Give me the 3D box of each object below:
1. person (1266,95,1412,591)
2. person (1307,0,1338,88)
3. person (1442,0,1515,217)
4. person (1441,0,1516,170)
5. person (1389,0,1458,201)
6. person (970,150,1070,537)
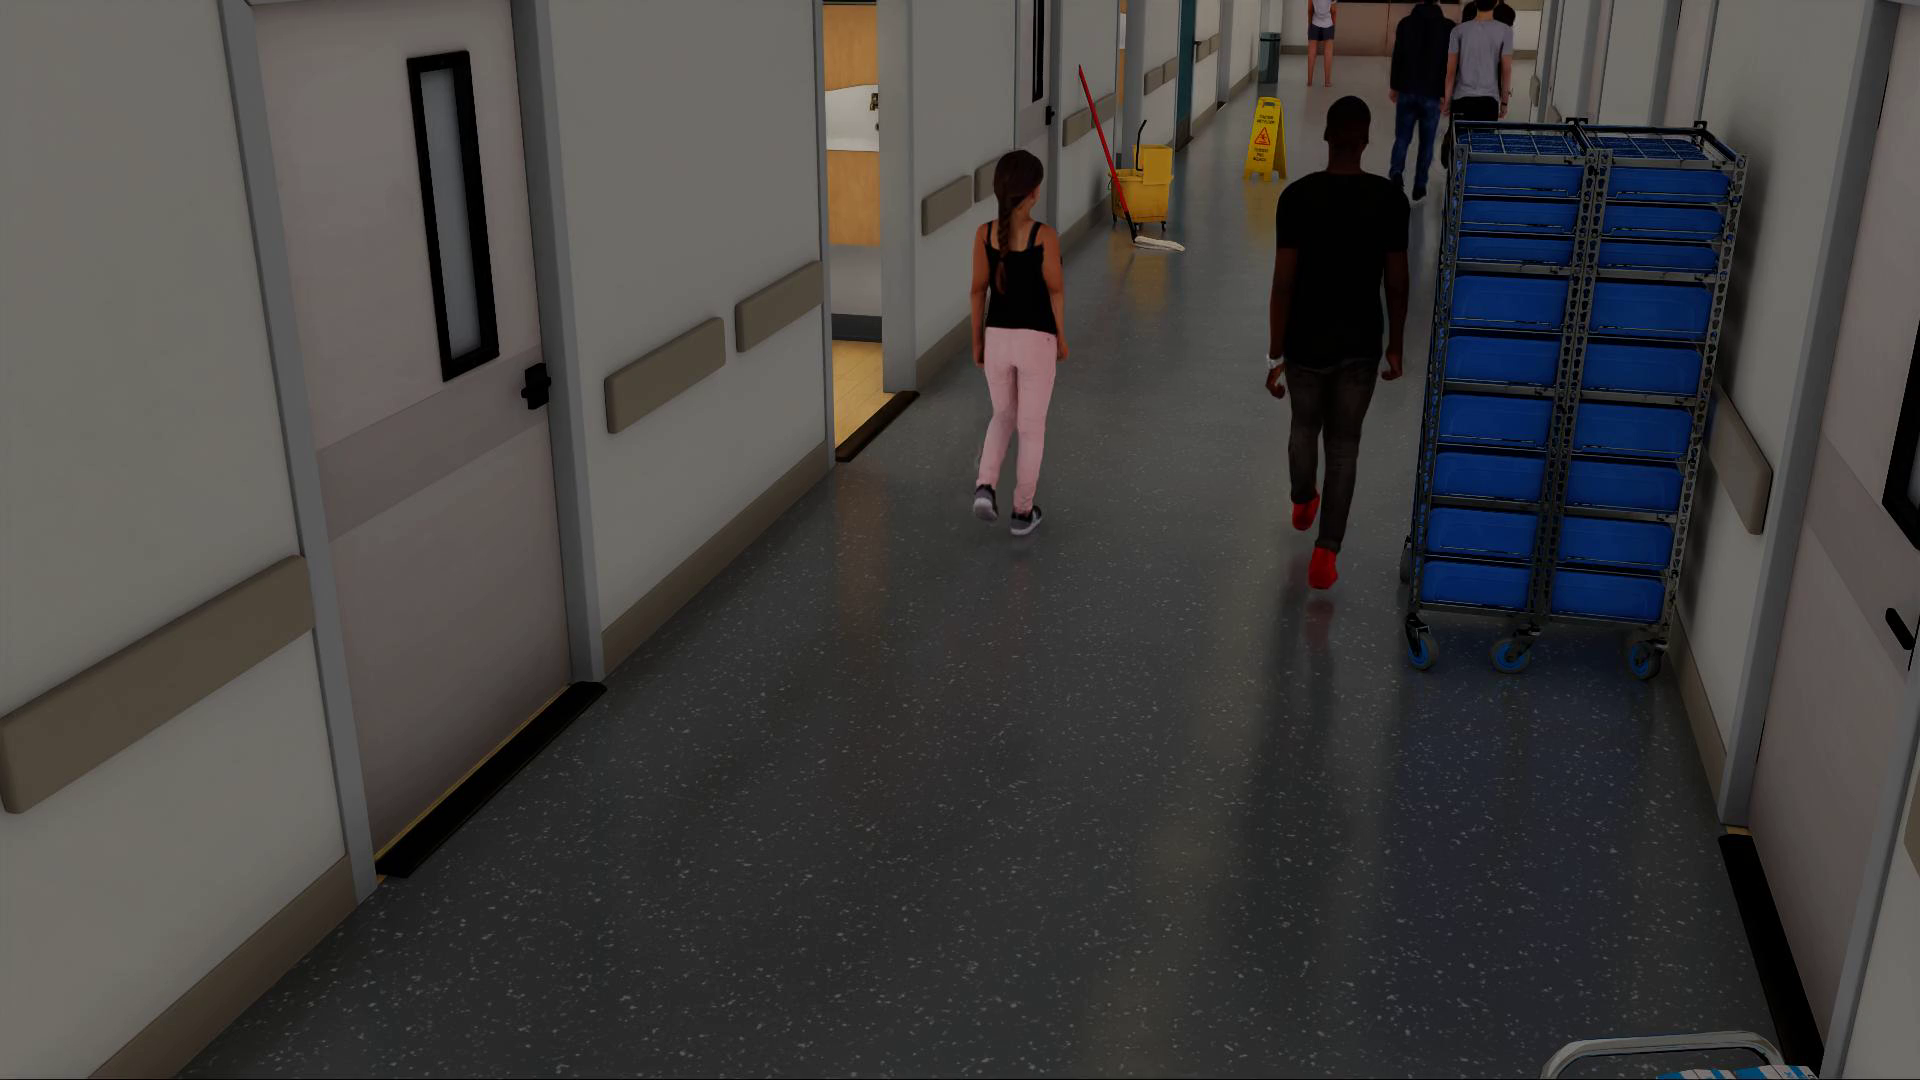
[{"bbox_3d":[1.376,-0.668,6.107,0.666,1.751,1.218,6,21,15],"label":"person"},{"bbox_3d":[5.251,-7.428,24.133,0.592,1.624,0.541,7,22,17],"label":"person"},{"bbox_3d":[4.224,-3.584,13.650,0.669,1.862,0.528,6,22,16],"label":"person"},{"bbox_3d":[4.914,-4.392,15.746,0.987,1.888,1.139,18,27,40],"label":"person"},{"bbox_3d":[3.917,-3.807,14.233,0.774,1.866,1.166,8,22,20],"label":"person"},{"bbox_3d":[0.215,-0.738,6.575,0.563,1.551,0.684,8,22,21],"label":"person"}]
